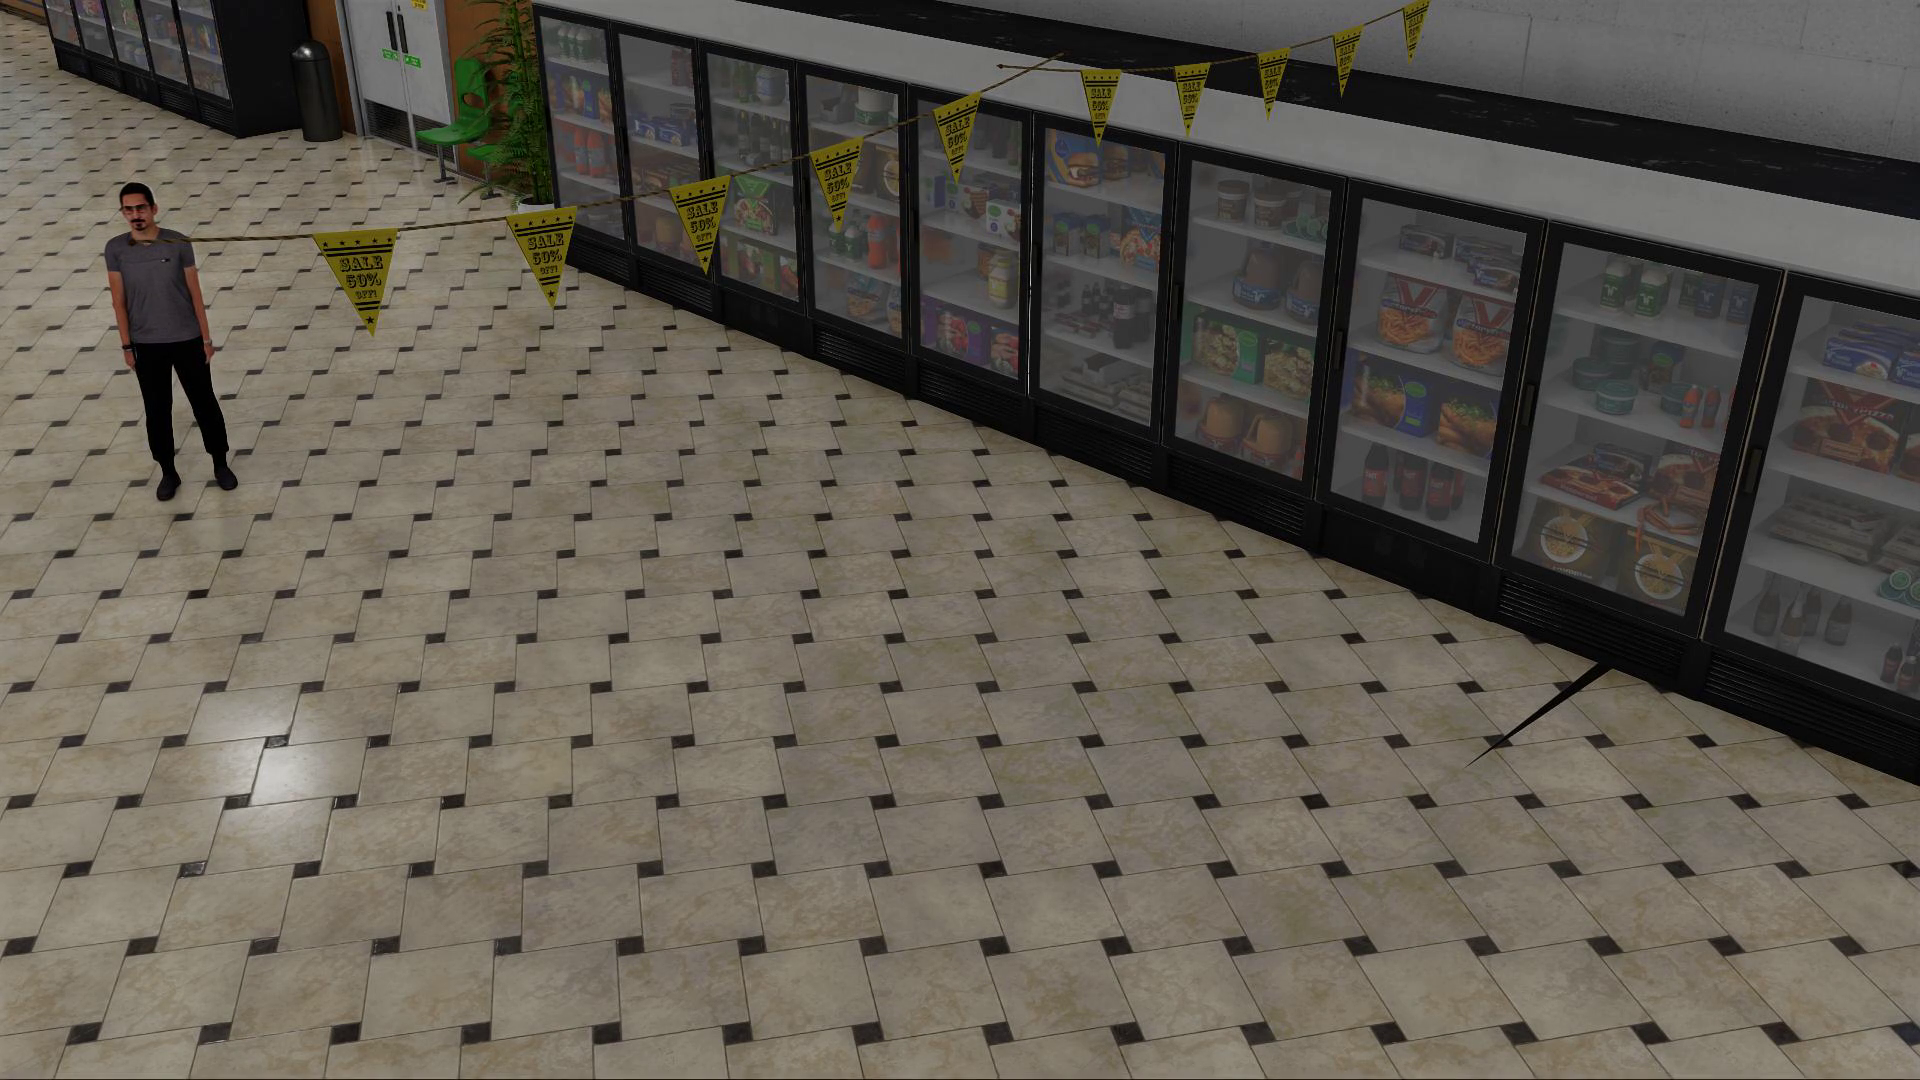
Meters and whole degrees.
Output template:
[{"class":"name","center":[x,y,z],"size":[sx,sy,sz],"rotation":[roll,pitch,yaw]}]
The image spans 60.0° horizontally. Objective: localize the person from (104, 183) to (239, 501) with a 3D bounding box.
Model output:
[{"class":"person","center":[-4.379,-1.109,9.182],"size":[0.604,1.755,0.739],"rotation":[-12,29,-21]}]
